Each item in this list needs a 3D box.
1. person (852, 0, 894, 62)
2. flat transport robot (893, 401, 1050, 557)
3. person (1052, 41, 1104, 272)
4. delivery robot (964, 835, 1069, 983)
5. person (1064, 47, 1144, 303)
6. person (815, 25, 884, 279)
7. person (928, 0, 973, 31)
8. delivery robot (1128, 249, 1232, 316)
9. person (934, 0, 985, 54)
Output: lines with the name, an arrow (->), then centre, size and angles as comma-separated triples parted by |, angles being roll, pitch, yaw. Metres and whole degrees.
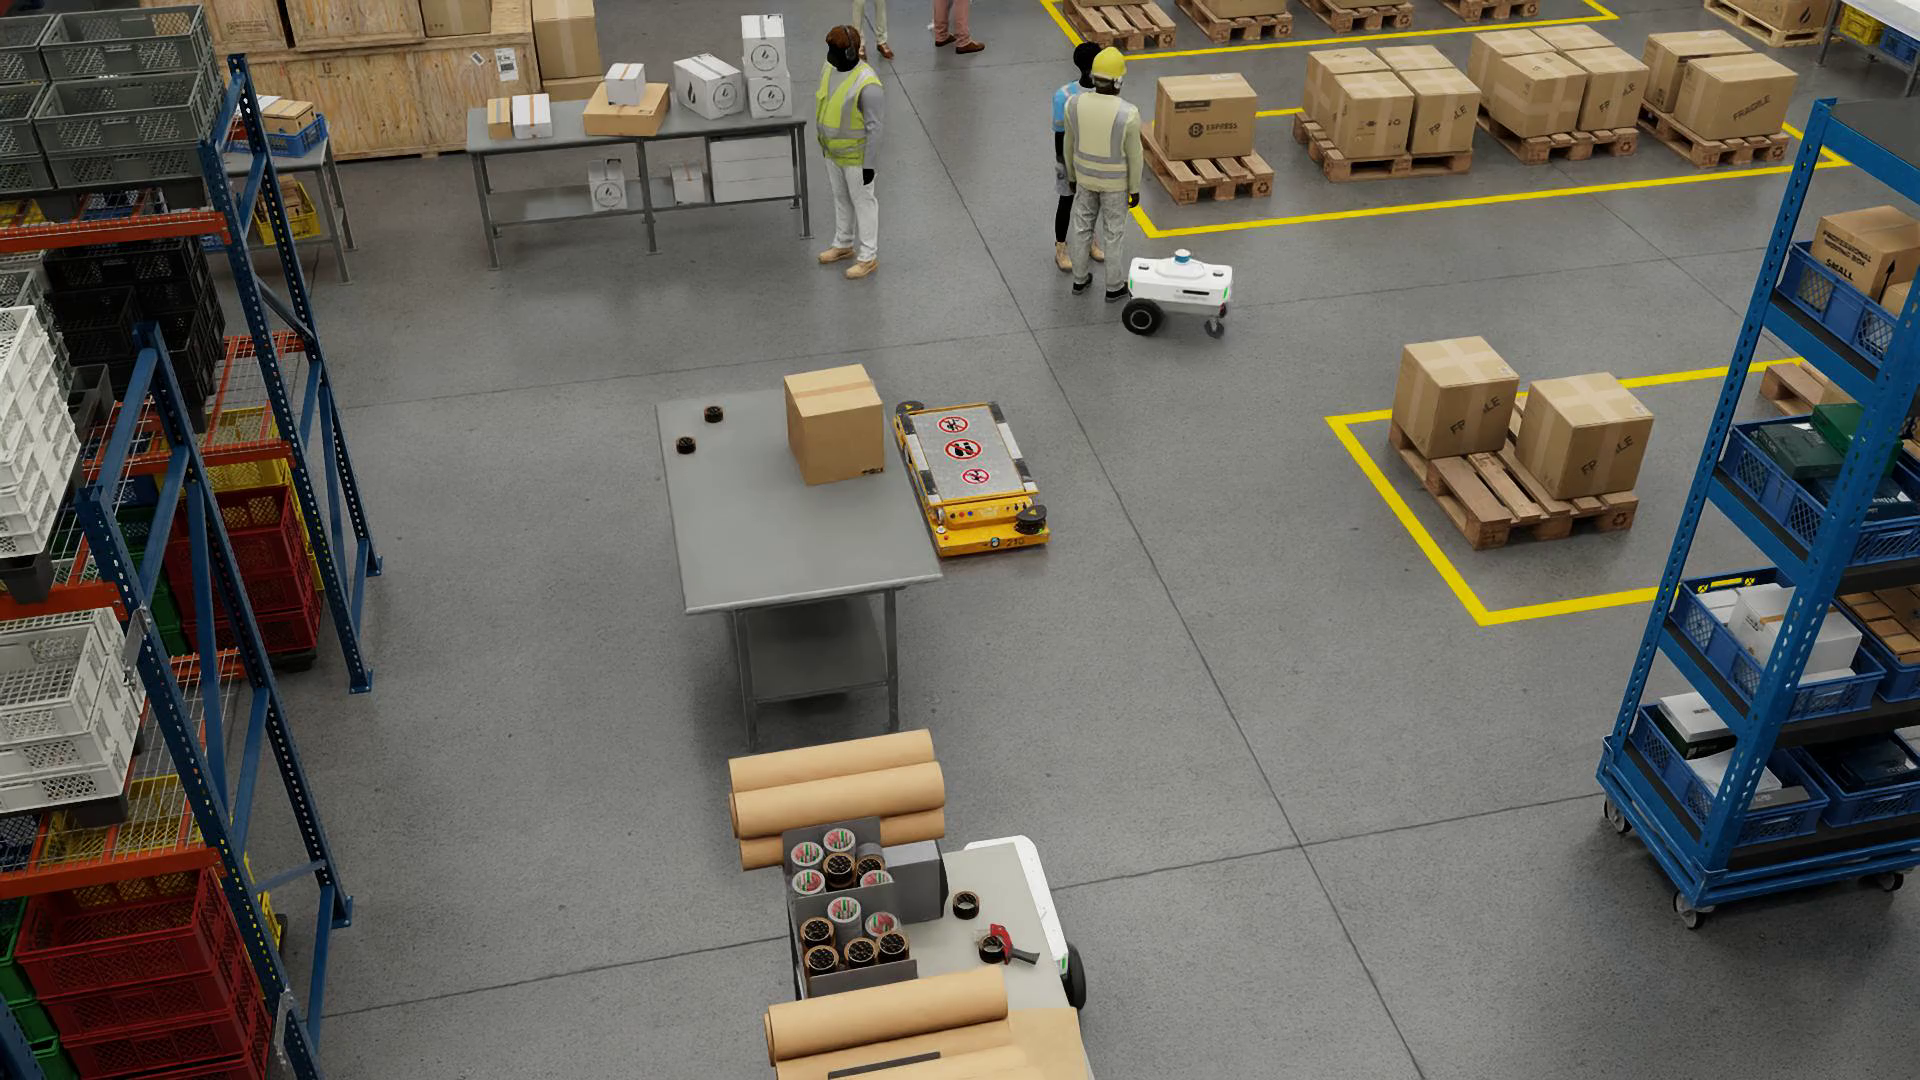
person -> -0.847, -5.394, 15.467 | 0.514, 1.855, 0.340 | -14, 39, -17
flat transport robot -> 0.046, -0.430, 10.108 | 0.652, 0.197, 1.431 | -8, 37, -10
person -> 0.902, -2.792, 12.096 | 0.540, 1.696, 0.316 | -20, 41, -24
delivery robot -> 0.223, 1.590, 7.082 | 0.477, 0.478, 0.707 | -7, 37, -9
person -> 1.010, -2.545, 11.651 | 0.589, 1.834, 0.404 | 19, 41, 23
person -> -0.808, -2.794, 11.980 | 0.429, 1.845, 0.621 | -25, 43, -30
person -> -0.095, -6.071, 16.372 | 0.630, 1.876, 0.932 | 18, 40, 23
delivery robot -> 1.539, -1.793, 11.629 | 0.707, 0.478, 0.477 | 6, 37, 9
person -> -0.034, -5.568, 15.655 | 0.408, 1.908, 0.641 | -29, 45, -33
